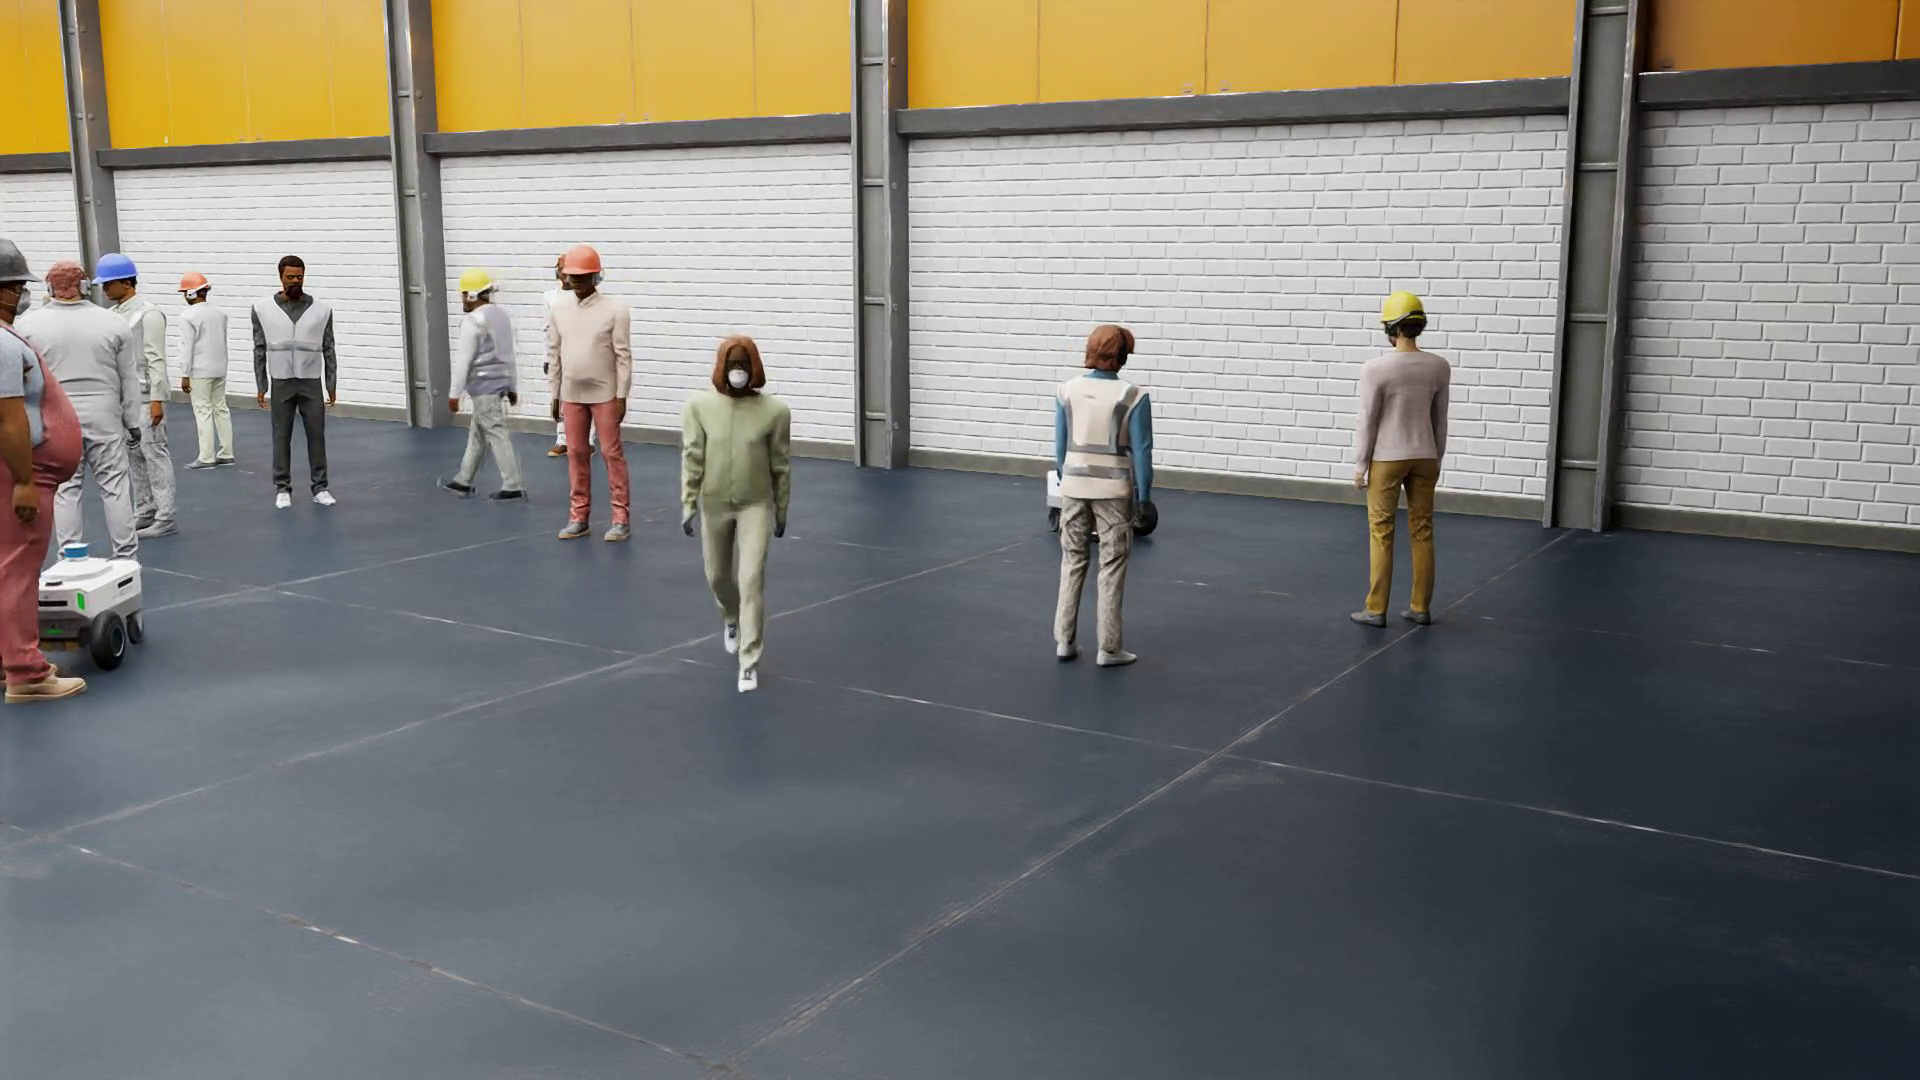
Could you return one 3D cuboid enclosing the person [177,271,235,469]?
[{"bbox_3d":[-6.739,-1.507,14.803,0.349,1.744,0.566,3,11,14],"label":"person"}]

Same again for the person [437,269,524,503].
[{"bbox_3d":[-3.770,-1.177,12.816,0.861,1.791,0.629,2,10,10],"label":"person"}]

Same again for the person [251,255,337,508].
[{"bbox_3d":[-5.043,-1.198,12.643,0.589,1.912,0.392,-5,12,-27],"label":"person"}]

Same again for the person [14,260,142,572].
[{"bbox_3d":[-5.224,-0.701,9.895,0.646,1.904,0.401,-6,12,-28],"label":"person"}]

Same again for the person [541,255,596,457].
[{"bbox_3d":[-3.621,-1.704,15.501,0.587,1.883,0.341,2,11,13],"label":"person"}]

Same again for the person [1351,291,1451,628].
[{"bbox_3d":[2.300,-0.415,8.719,0.523,1.759,0.337,-3,11,-15],"label":"person"}]

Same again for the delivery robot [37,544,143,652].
[{"bbox_3d":[-4.254,0.262,8.038,0.477,0.478,0.707,-1,10,-5],"label":"delivery robot"}]

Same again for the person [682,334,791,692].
[{"bbox_3d":[-1.022,-0.162,7.720,0.496,1.608,0.747,0,10,1],"label":"person"}]

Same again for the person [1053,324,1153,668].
[{"bbox_3d":[0.670,-0.201,7.887,0.531,1.630,0.326,6,12,30],"label":"person"}]

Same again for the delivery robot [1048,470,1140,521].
[{"bbox_3d":[0.931,-0.346,11.391,0.477,0.478,0.707,-9,14,-41],"label":"delivery robot"}]

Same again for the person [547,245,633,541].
[{"bbox_3d":[-2.507,-0.980,11.210,0.627,1.986,0.397,3,11,15],"label":"person"}]

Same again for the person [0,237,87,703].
[{"bbox_3d":[-4.185,-0.316,7.383,0.536,2.000,0.688,-10,14,-43],"label":"person"}]

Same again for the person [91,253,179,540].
[{"bbox_3d":[-5.624,-0.974,11.339,0.620,1.933,0.418,6,12,32],"label":"person"}]
